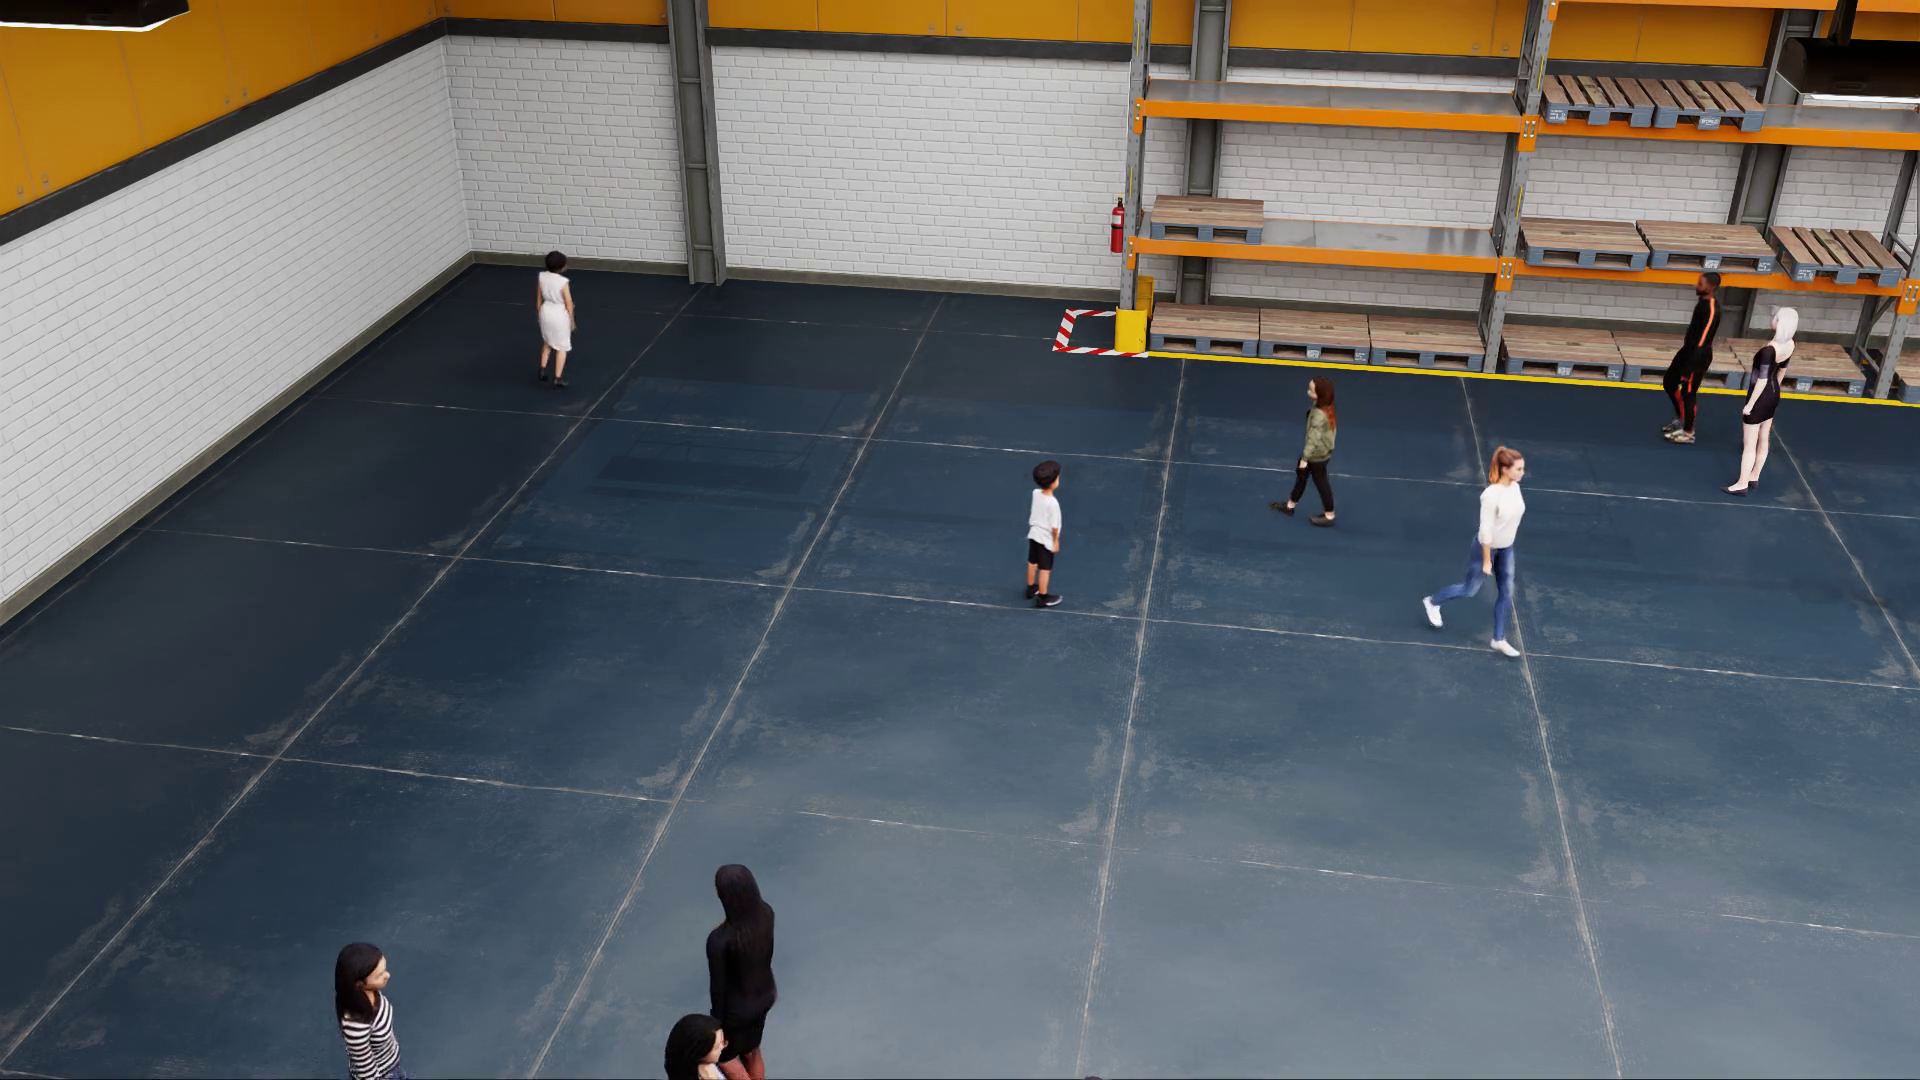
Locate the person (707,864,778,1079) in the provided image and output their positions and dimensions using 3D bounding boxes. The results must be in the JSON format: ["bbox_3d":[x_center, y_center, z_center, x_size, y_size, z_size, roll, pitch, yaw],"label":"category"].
[{"bbox_3d":[-1.039,2.437,8.572,0.863,1.703,0.812,17,33,28],"label":"person"}]

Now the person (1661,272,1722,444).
[{"bbox_3d":[7.237,-1.749,16.152,0.596,1.792,0.644,6,29,11],"label":"person"}]

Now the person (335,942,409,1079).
[{"bbox_3d":[-2.909,2.672,8.069,0.966,1.769,0.804,-8,30,-14],"label":"person"}]

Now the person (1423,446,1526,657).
[{"bbox_3d":[4.052,0.063,12.932,1.054,1.693,1.126,-19,34,-31],"label":"person"}]

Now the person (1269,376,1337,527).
[{"bbox_3d":[3.237,-0.761,14.697,0.857,1.450,0.654,9,30,16],"label":"person"}]

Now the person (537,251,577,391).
[{"bbox_3d":[-4.249,-2.298,17.438,0.621,1.523,0.761,6,29,10],"label":"person"}]

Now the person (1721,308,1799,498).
[{"bbox_3d":[7.360,-1.268,15.231,0.642,1.830,0.698,-19,34,-31],"label":"person"}]

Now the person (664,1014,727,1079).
[{"bbox_3d":[-1.306,2.909,7.719,1.243,1.691,0.898,-3,29,-5],"label":"person"}]

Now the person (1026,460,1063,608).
[{"bbox_3d":[0.680,-0.055,13.610,0.619,1.253,0.566,-17,33,-28],"label":"person"}]
